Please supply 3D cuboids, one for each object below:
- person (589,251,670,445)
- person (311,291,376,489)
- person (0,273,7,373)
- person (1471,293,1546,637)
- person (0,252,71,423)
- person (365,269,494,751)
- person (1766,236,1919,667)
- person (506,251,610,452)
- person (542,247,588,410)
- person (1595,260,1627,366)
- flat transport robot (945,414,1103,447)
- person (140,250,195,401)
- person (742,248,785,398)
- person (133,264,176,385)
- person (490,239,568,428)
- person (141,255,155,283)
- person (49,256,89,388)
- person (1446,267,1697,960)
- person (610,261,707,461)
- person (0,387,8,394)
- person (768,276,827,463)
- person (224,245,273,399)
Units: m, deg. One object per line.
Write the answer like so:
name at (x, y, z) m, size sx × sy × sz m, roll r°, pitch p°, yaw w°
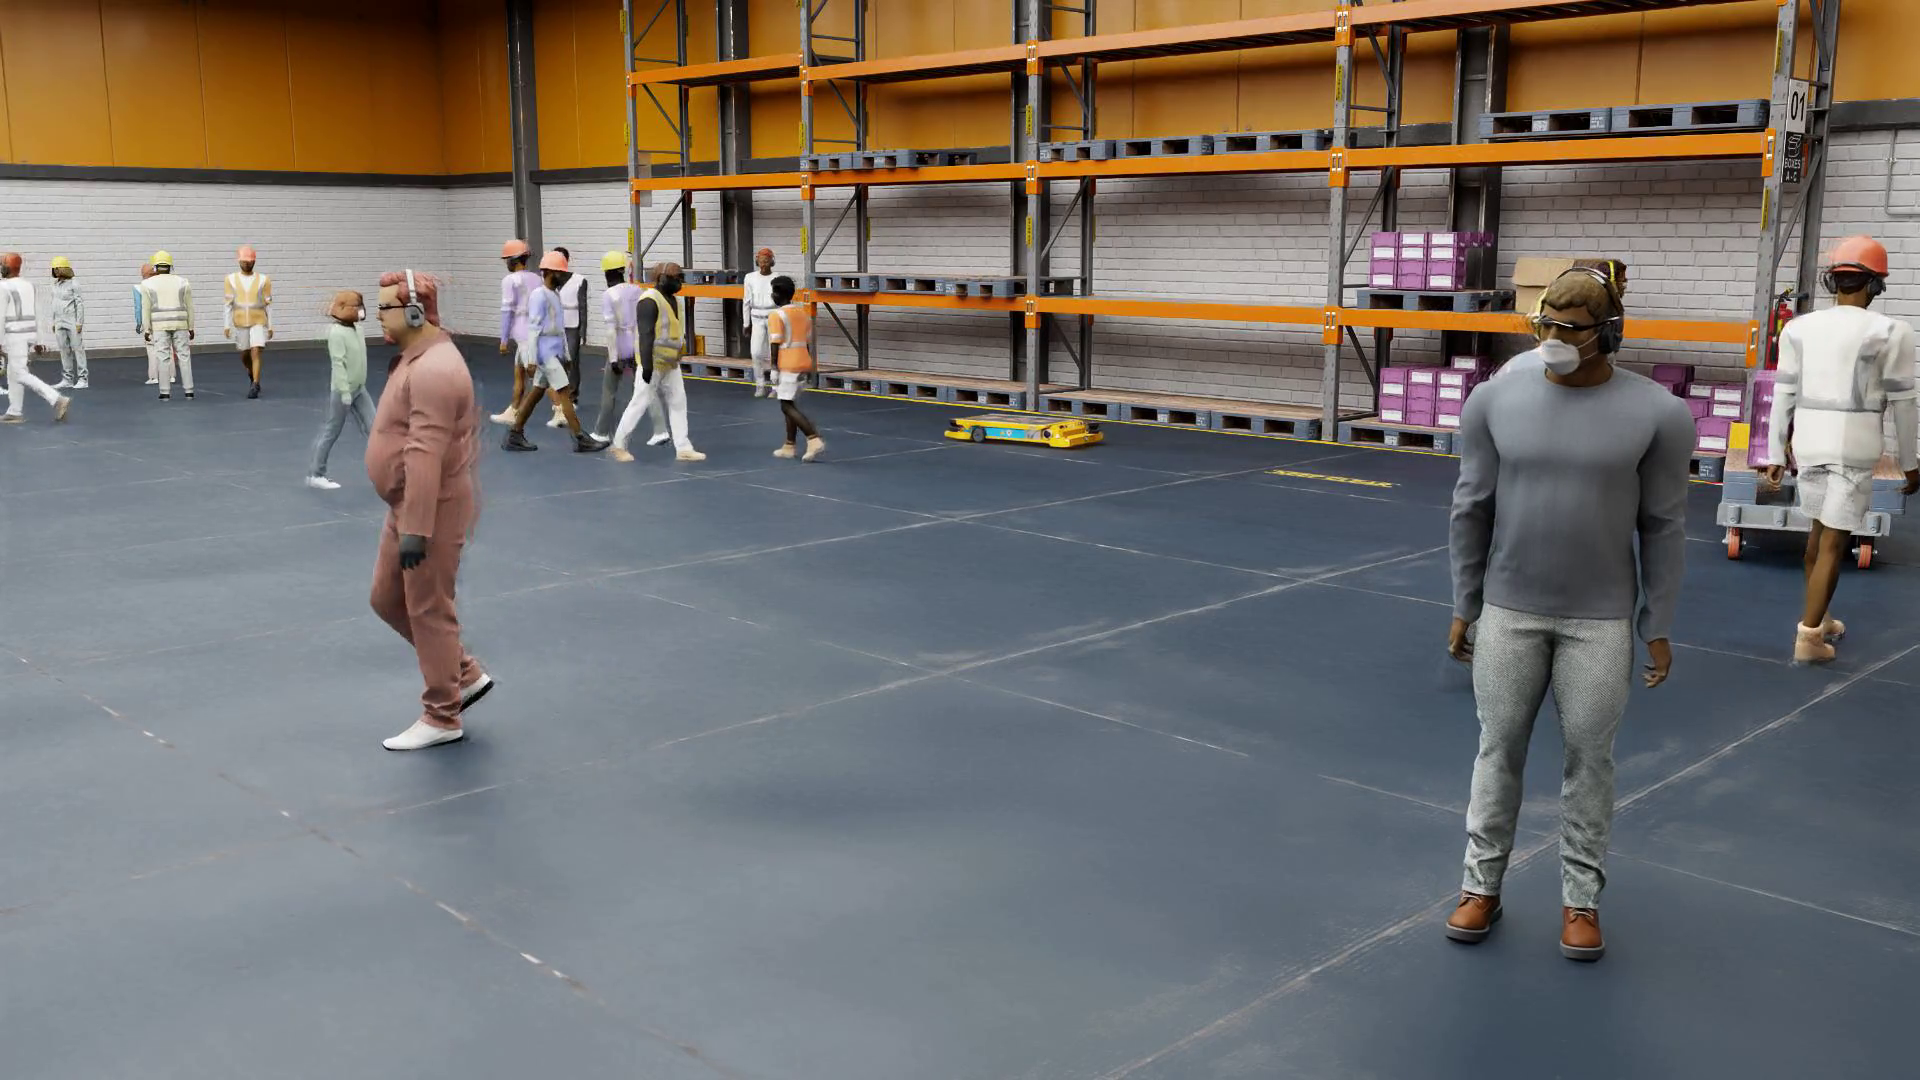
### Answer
person at (-3.228, -1.844, 16.080) m, size 1.006 × 1.875 × 0.598 m, roll 7°, pitch 13°, yaw 35°
person at (-4.817, -1.181, 13.206) m, size 0.881 × 1.585 × 0.517 m, roll 2°, pitch 11°, yaw 9°
person at (-14.162, -3.281, 24.112) m, size 0.646 × 1.804 × 0.873 m, roll -4°, pitch 11°, yaw -20°
person at (2.641, -0.255, 7.571) m, size 0.718 × 1.809 × 0.594 m, roll -5°, pitch 11°, yaw -24°
person at (-10.027, -2.159, 17.844) m, size 0.841 × 1.854 × 0.574 m, roll 0°, pitch 10°, yaw 2°
person at (-2.117, -0.107, 6.531) m, size 0.431 × 1.891 × 0.655 m, roll -5°, pitch 11°, yaw -25°
person at (4.248, -0.419, 7.914) m, size 0.831 × 2.016 × 0.614 m, roll -7°, pitch 12°, yaw -32°
person at (-3.827, -1.743, 15.521) m, size 1.014 × 1.876 × 0.545 m, roll 0°, pitch 10°, yaw 1°
person at (-4.546, -2.413, 19.126) m, size 0.590 × 1.893 × 0.454 m, roll 1°, pitch 10°, yaw 6°
person at (4.762, -1.105, 12.132) m, size 0.913 × 1.830 × 0.554 m, roll 0°, pitch 10°, yaw 0°
flat transport robot at (0.619, -1.085, 16.290) m, size 1.431 × 0.197 × 0.652 m, roll 7°, pitch 12°, yaw 33°
person at (-9.689, -2.615, 20.366) m, size 0.586 × 1.835 × 0.403 m, roll -7°, pitch 12°, yaw -33°
person at (-2.404, -2.667, 20.581) m, size 0.648 × 1.858 × 0.582 m, roll 2°, pitch 11°, yaw 8°
person at (-10.946, -2.927, 22.612) m, size 0.314 × 1.636 × 0.515 m, roll 9°, pitch 14°, yaw 42°
person at (-4.533, -2.167, 17.557) m, size 1.057 × 1.993 × 0.605 m, roll 3°, pitch 11°, yaw 18°
person at (-12.146, -3.445, 25.209) m, size 0.531 × 1.723 × 0.899 m, roll 0°, pitch 10°, yaw 2°
person at (-11.853, -2.879, 22.057) m, size 0.493 × 1.743 × 0.295 m, roll 3°, pitch 11°, yaw 17°
person at (1.687, 0.212, 4.679) m, size 0.627 × 1.936 × 0.376 m, roll 5°, pitch 12°, yaw 26°
person at (-2.767, -1.593, 14.909) m, size 0.831 × 1.809 × 0.647 m, roll 3°, pitch 11°, yaw 17°
person at (-12.585, -2.723, 20.976) m, size 0.910 × 1.835 × 0.525 m, roll -3°, pitch 11°, yaw -15°
person at (-1.443, -1.534, 14.932) m, size 0.690 × 1.657 × 0.544 m, roll 6°, pitch 12°, yaw 29°
person at (-8.923, -2.748, 20.917) m, size 0.557 × 1.913 × 0.892 m, roll -2°, pitch 11°, yaw -13°
